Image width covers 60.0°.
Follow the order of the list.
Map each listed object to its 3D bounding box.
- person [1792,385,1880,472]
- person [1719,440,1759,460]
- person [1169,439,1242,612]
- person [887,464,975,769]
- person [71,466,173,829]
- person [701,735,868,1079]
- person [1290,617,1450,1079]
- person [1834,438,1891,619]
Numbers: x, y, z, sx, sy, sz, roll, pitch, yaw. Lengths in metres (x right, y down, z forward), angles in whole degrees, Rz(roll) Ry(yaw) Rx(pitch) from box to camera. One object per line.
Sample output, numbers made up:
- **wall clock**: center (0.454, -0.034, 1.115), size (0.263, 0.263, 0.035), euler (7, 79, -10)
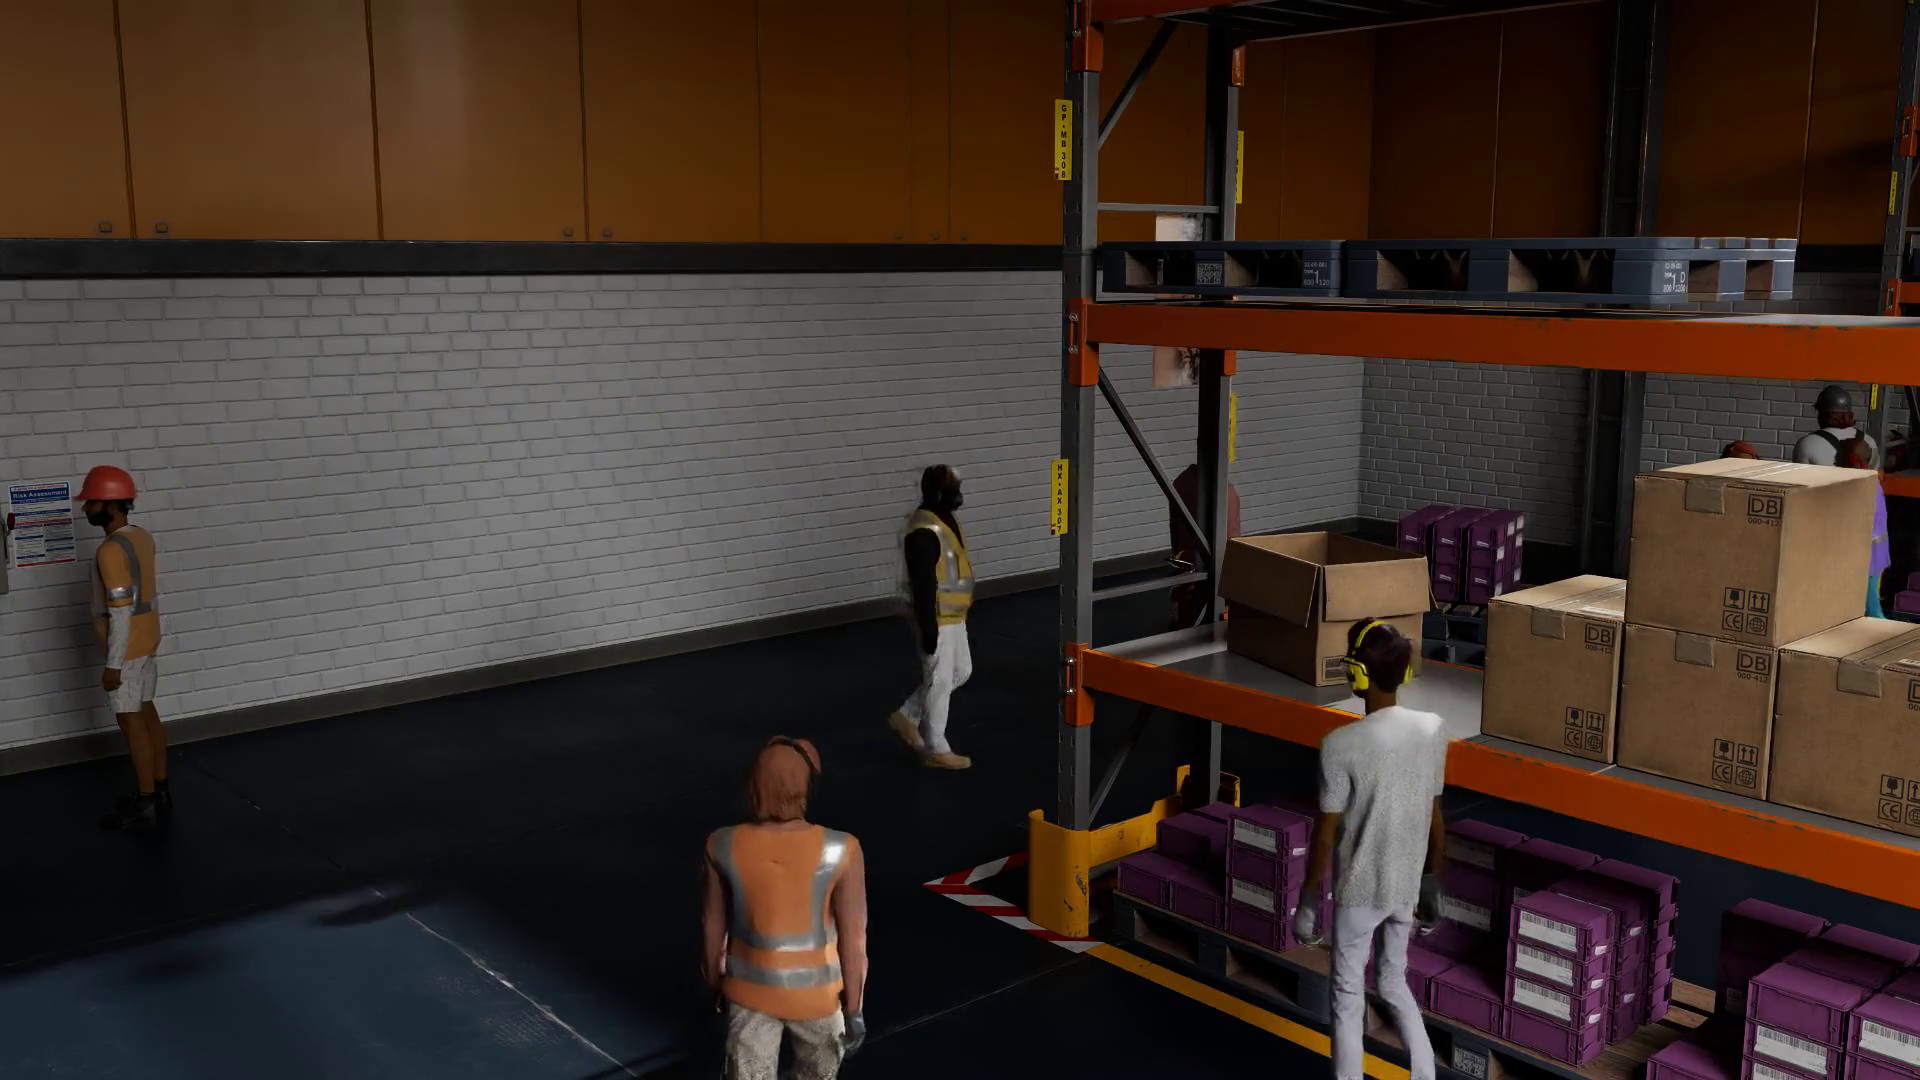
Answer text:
- **person**: center (6.741, -0.195, 13.023), size (0.682, 2.000, 0.537), euler (-2, 10, -9)
- **person**: center (4.923, 0.299, 10.631), size (0.579, 1.878, 0.348), euler (1, 10, 8)
- **person**: center (1.665, 0.210, 11.045), size (0.407, 1.906, 0.655), euler (-5, 11, -27)
- **person**: center (-0.156, 0.453, 9.849), size (0.487, 1.828, 0.646), euler (2, 10, 13)
- **person**: center (-4.462, 0.566, 8.860), size (0.359, 1.937, 0.552), euler (-2, 10, -10)
- **person**: center (-0.538, 1.382, 5.084), size (0.531, 1.592, 0.888), euler (1, 10, 5)
- **person**: center (1.367, 1.171, 5.543), size (0.545, 1.857, 0.494), euler (-4, 11, -24)
- **person**: center (6.115, 0.192, 11.496), size (0.973, 1.789, 0.585), euler (9, 13, 42)
